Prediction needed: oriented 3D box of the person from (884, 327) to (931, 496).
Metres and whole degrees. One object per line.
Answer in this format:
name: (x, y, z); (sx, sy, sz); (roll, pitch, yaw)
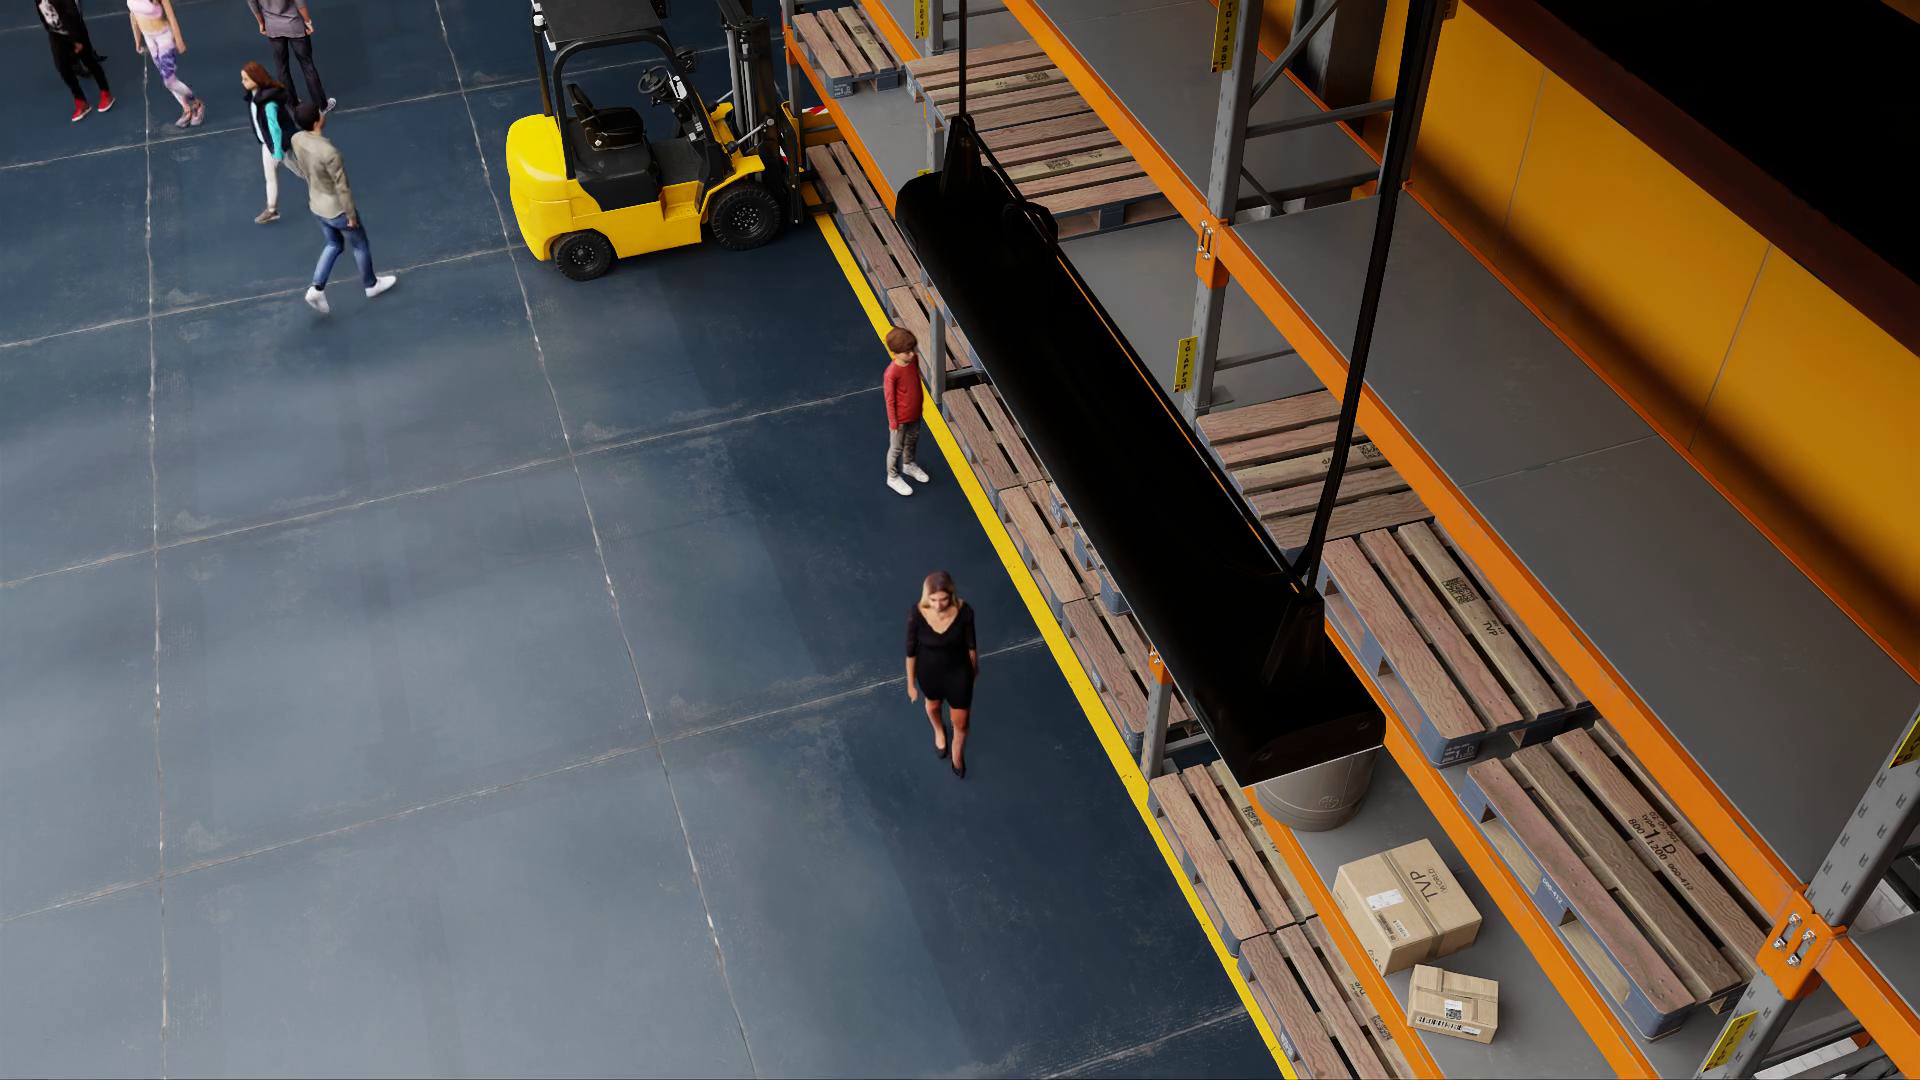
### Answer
person: (-0.406, -0.951, 11.990); (0.615, 1.415, 0.580); (26, 49, 24)

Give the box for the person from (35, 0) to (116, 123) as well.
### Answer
person: (-8.516, -4.900, 15.962); (0.767, 1.653, 0.858); (2, 44, 3)

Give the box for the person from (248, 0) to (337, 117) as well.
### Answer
person: (-6.445, -4.928, 15.846); (0.735, 1.854, 0.667); (-1, 44, -1)

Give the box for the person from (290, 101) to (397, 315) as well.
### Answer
person: (-5.154, -2.664, 13.476); (1.112, 1.846, 1.123); (24, 49, 23)

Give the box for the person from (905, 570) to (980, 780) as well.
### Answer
person: (-0.103, 0.730, 10.048); (0.686, 1.658, 0.725); (-1, 44, -1)

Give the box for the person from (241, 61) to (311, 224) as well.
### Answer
person: (-5.947, -3.523, 14.656); (0.874, 1.462, 0.988); (-31, 52, -29)

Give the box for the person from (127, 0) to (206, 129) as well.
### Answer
person: (-7.503, -4.752, 15.732); (0.724, 1.757, 0.779); (15, 46, 15)
